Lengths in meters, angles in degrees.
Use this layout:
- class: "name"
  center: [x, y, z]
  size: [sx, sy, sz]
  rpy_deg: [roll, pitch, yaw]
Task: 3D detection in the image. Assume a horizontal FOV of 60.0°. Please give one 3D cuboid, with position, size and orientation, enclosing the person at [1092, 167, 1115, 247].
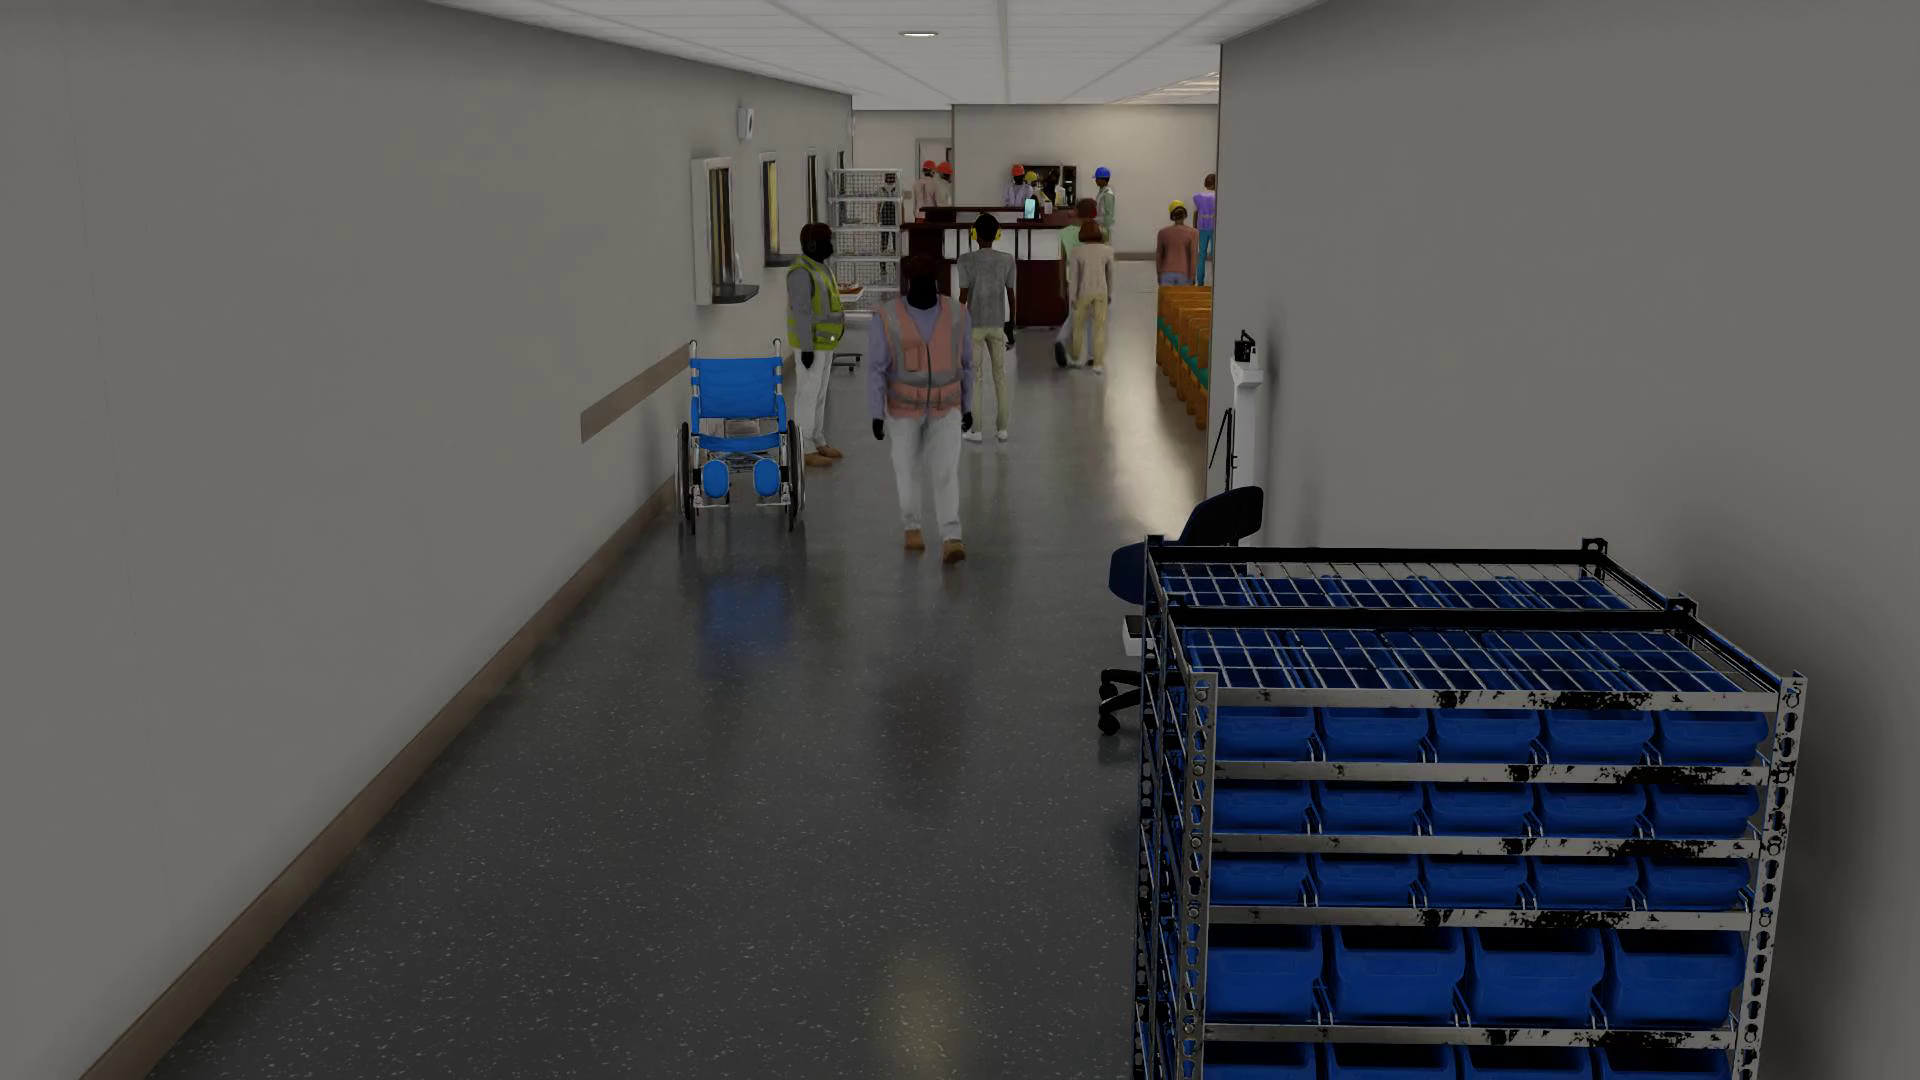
- class: "person"
  center: [2.292, -4.996, 26.693]
  size: [0.384, 1.948, 0.605]
  rpy_deg: [-3, 14, -11]

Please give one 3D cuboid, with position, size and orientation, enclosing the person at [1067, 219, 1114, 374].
- class: "person"
  center: [1.377, -2.591, 17.659]
  size: [0.508, 1.593, 0.818]
  rpy_deg: [-2, 14, -7]

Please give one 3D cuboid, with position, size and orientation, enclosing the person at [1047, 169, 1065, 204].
- class: "person"
  center: [1.650, -5.552, 29.159]
  size: [0.358, 1.855, 0.531]
  rpy_deg: [12, 18, 41]

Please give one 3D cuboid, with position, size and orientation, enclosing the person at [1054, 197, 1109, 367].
- class: "person"
  center: [1.303, -2.753, 17.862]
  size: [0.570, 1.824, 0.763]
  rpy_deg: [8, 16, 31]

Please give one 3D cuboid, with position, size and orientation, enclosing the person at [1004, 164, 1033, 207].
- class: "person"
  center: [1.036, -5.742, 29.773]
  size: [0.547, 1.929, 0.385]
  rpy_deg: [7, 15, 26]

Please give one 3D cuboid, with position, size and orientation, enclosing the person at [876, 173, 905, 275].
- class: "person"
  center: [-1.224, -5.602, 29.388]
  size: [0.507, 1.838, 0.339]
  rpy_deg: [2, 14, 8]

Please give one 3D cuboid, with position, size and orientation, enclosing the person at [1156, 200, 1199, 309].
- class: "person"
  center: [2.520, -3.069, 19.332]
  size: [0.542, 1.722, 0.760]
  rpy_deg: [5, 15, 21]

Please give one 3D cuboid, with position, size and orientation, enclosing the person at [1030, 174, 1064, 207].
- class: "person"
  center: [1.426, -4.984, 26.894]
  size: [0.629, 1.835, 0.429]
  rpy_deg: [-7, 16, -28]

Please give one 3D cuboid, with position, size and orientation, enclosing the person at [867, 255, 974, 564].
- class: "person"
  center: [-0.213, -0.756, 9.790]
  size: [0.659, 1.794, 0.939]
  rpy_deg: [-2, 14, -9]

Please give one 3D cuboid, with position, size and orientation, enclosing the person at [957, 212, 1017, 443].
- class: "person"
  center: [0.203, -1.726, 13.588]
  size: [0.538, 1.869, 0.312]
  rpy_deg: [-4, 14, -16]

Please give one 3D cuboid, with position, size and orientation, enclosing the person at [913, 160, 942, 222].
- class: "person"
  center: [-0.581, -5.928, 30.412]
  size: [0.608, 1.986, 0.401]
  rpy_deg: [8, 16, 29]

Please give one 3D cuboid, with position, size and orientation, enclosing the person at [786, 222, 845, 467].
- class: "person"
  center: [-1.094, -1.494, 12.706]
  size: [0.429, 1.842, 0.628]
  rpy_deg: [3, 14, 10]

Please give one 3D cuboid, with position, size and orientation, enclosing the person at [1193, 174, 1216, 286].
- class: "person"
  center: [3.997, -4.929, 26.656]
  size: [0.562, 1.837, 0.390]
  rpy_deg: [6, 15, 24]
